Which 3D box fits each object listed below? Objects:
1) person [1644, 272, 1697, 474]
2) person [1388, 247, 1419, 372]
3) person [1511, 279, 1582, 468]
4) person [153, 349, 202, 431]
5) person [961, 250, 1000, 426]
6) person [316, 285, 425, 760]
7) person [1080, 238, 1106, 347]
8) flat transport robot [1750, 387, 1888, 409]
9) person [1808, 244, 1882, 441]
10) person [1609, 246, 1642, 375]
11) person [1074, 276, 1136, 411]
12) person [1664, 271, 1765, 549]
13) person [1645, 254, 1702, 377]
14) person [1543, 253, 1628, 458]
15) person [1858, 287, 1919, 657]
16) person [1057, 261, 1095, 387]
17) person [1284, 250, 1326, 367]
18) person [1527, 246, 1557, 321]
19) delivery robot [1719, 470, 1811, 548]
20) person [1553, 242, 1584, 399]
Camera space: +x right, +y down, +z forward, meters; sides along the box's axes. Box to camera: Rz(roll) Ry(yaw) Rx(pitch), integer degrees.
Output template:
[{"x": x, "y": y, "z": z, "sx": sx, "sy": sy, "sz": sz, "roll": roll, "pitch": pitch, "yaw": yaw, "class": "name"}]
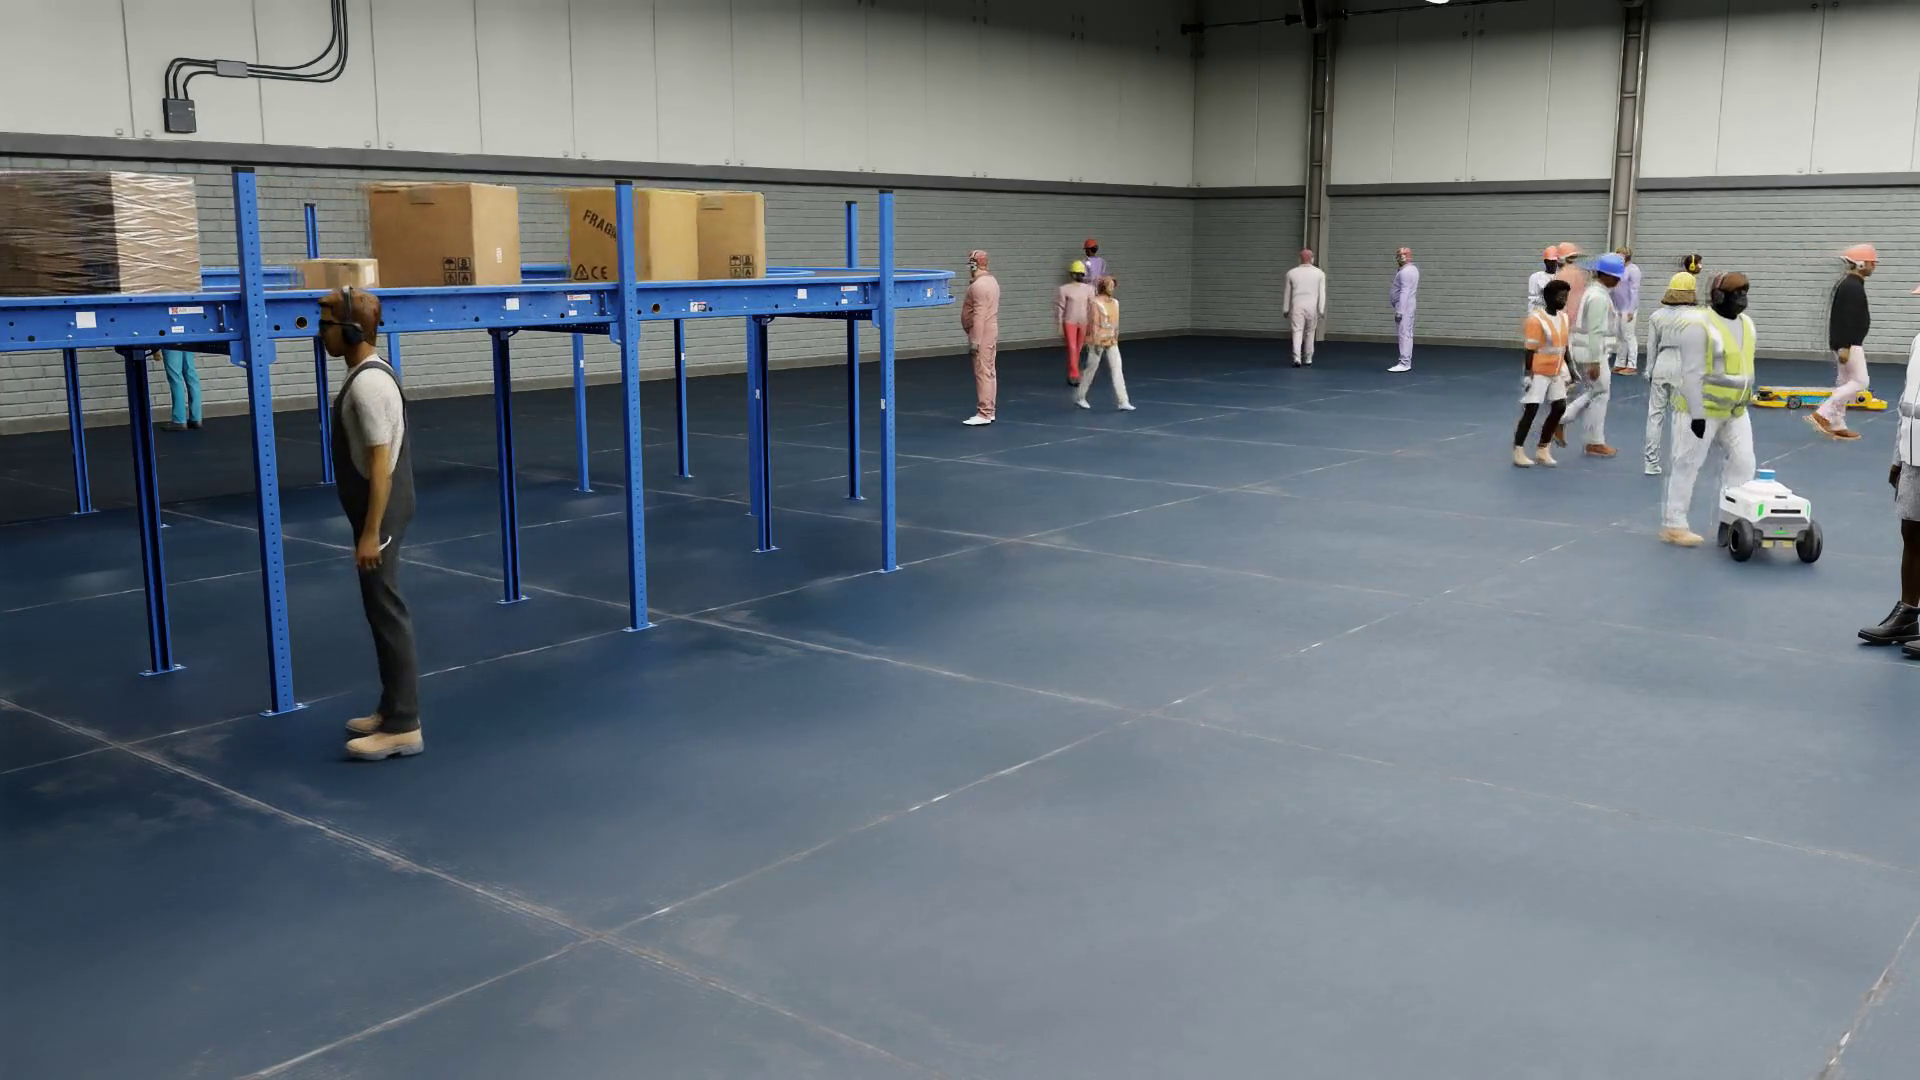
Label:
[{"x": 6.149, "y": -1.422, "z": 14.303, "sx": 0.295, "sy": 1.744, "sz": 0.488, "roll": -8, "pitch": 13, "yaw": -39, "class": "person"}, {"x": 6.823, "y": -3.546, "z": 25.635, "sx": 0.407, "sy": 1.902, "sz": 0.638, "roll": 5, "pitch": 11, "yaw": 25, "class": "person"}, {"x": 5.241, "y": -1.486, "z": 14.890, "sx": 0.559, "sy": 1.662, "sz": 0.496, "roll": -8, "pitch": 13, "yaw": -36, "class": "person"}, {"x": -8.362, "y": -2.096, "z": 17.758, "sx": 0.393, "sy": 1.844, "sz": 0.563, "roll": 3, "pitch": 11, "yaw": 18, "class": "person"}, {"x": 0.211, "y": -2.216, "z": 18.264, "sx": 0.401, "sy": 1.904, "sz": 0.640, "roll": 3, "pitch": 11, "yaw": 15, "class": "person"}, {"x": -2.309, "y": -0.072, "z": 6.540, "sx": 0.328, "sy": 1.842, "sz": 0.515, "roll": -3, "pitch": 11, "yaw": -18, "class": "person"}, {"x": 2.492, "y": -4.708, "z": 31.672, "sx": 0.608, "sy": 2.047, "sz": 0.366, "roll": -8, "pitch": 13, "yaw": -36, "class": "person"}, {"x": 10.432, "y": -1.744, "z": 20.287, "sx": 1.431, "sy": 0.197, "sz": 0.652, "roll": 2, "pitch": 10, "yaw": 11, "class": "flat transport robot"}, {"x": 8.972, "y": -1.985, "z": 16.784, "sx": 0.455, "sy": 1.980, "sz": 0.619, "roll": 4, "pitch": 11, "yaw": 21, "class": "person"}, {"x": 10.029, "y": -3.465, "z": 25.144, "sx": 0.403, "sy": 1.927, "sz": 0.628, "roll": -2, "pitch": 10, "yaw": -13, "class": "person"}, {"x": 1.700, "y": -2.343, "z": 19.821, "sx": 0.534, "sy": 1.593, "sz": 0.871, "roll": -10, "pitch": 14, "yaw": -44, "class": "person"}, {"x": 5.001, "y": -0.832, "z": 10.843, "sx": 0.656, "sy": 1.809, "sz": 0.817, "roll": -5, "pitch": 11, "yaw": -26, "class": "person"}, {"x": 10.229, "y": -3.124, "z": 23.518, "sx": 0.936, "sy": 1.831, "sz": 0.512, "roll": 2, "pitch": 10, "yaw": 9, "class": "person"}, {"x": 5.868, "y": -1.720, "z": 15.510, "sx": 0.594, "sy": 1.902, "sz": 0.655, "roll": 3, "pitch": 11, "yaw": 16, "class": "person"}, {"x": 4.747, "y": -0.402, "z": 8.109, "sx": 0.357, "sy": 1.938, "sz": 0.543, "roll": -2, "pitch": 10, "yaw": -10, "class": "person"}, {"x": 1.641, "y": -2.960, "z": 22.896, "sx": 0.538, "sy": 1.722, "sz": 0.897, "roll": -4, "pitch": 11, "yaw": -21, "class": "person"}, {"x": 5.533, "y": -3.726, "z": 26.753, "sx": 0.659, "sy": 1.865, "sz": 0.977, "roll": 3, "pitch": 11, "yaw": 14, "class": "person"}, {"x": 7.803, "y": -2.923, "z": 22.078, "sx": 0.544, "sy": 1.939, "sz": 0.354, "roll": -1, "pitch": 10, "yaw": -6, "class": "person"}, {"x": 5.193, "y": -0.212, "z": 10.746, "sx": 0.477, "sy": 0.478, "sz": 0.707, "roll": 1, "pitch": 10, "yaw": 5, "class": "delivery robot"}, {"x": 7.682, "y": -2.784, "z": 21.171, "sx": 0.648, "sy": 1.981, "sz": 0.438, "roll": -9, "pitch": 13, "yaw": -39, "class": "person"}]
